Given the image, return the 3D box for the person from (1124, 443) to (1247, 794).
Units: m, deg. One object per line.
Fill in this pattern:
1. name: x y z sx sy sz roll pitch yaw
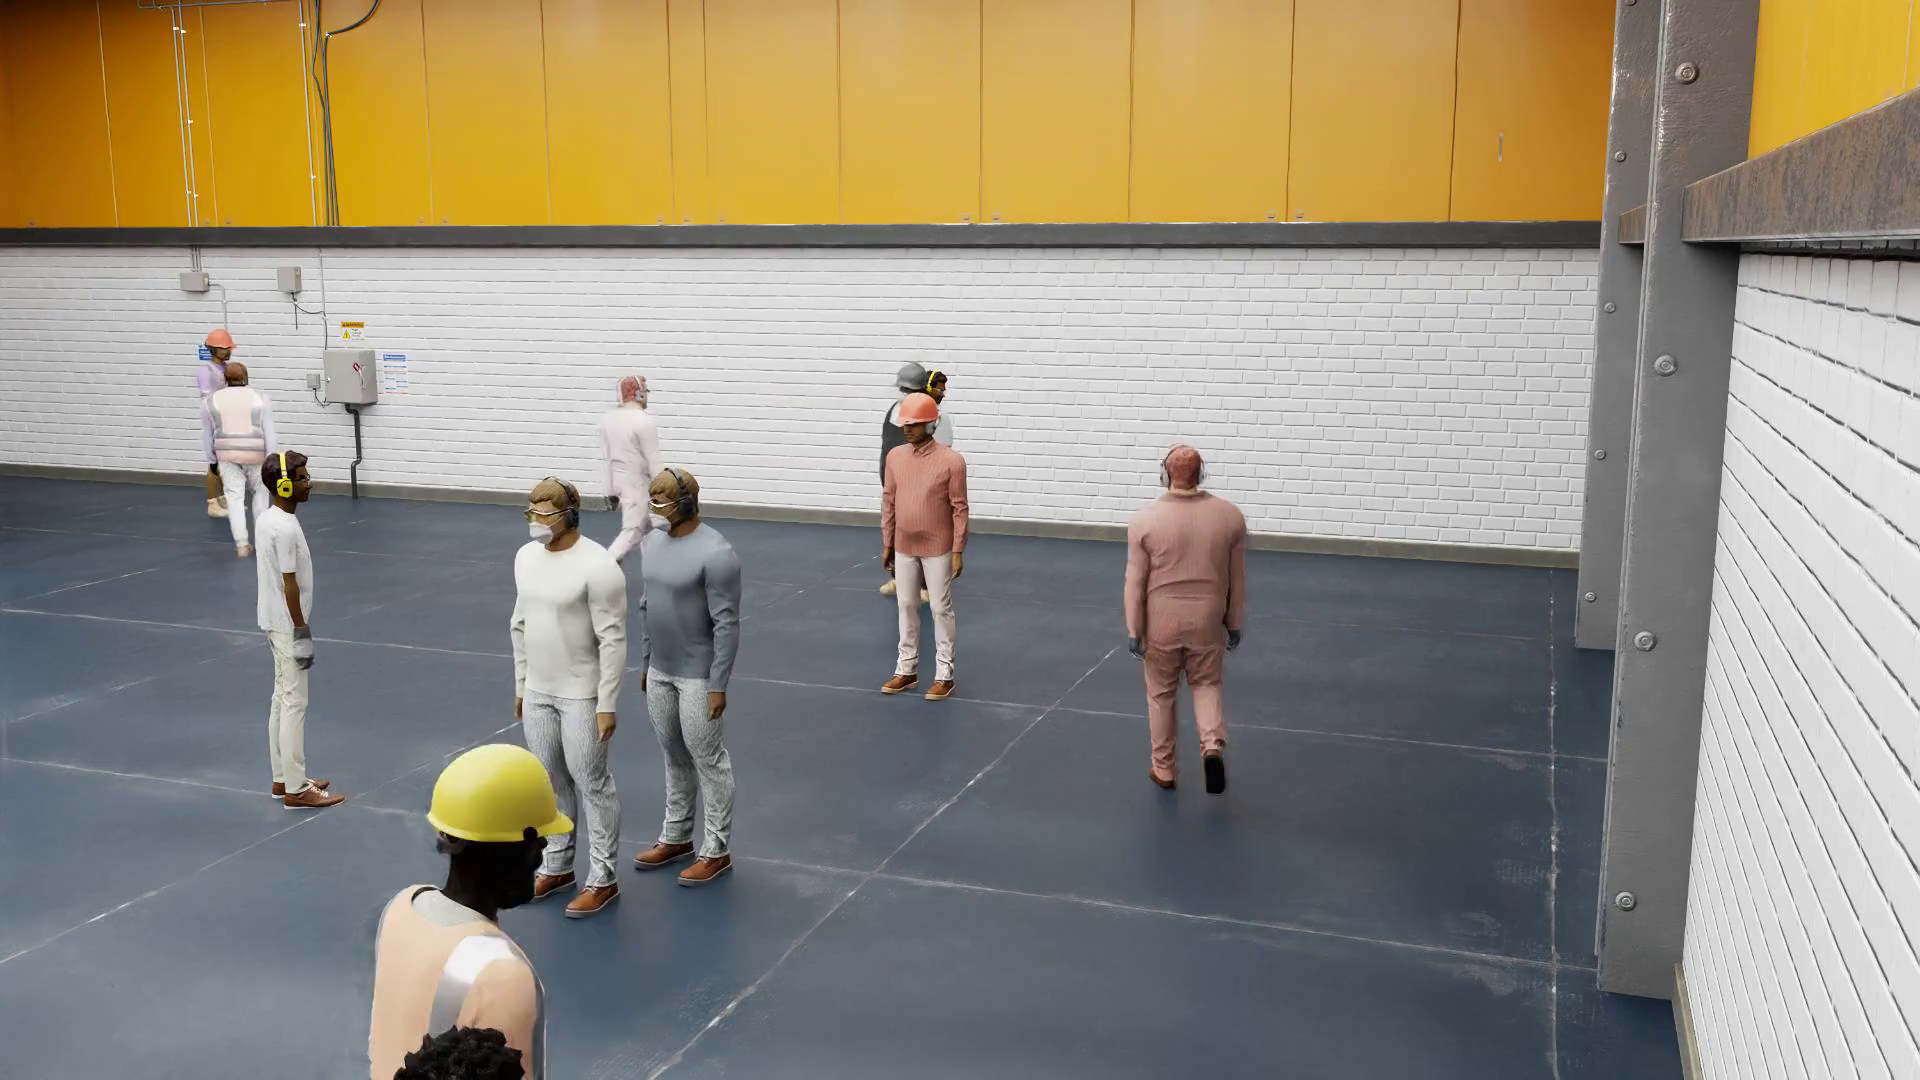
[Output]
1. person: 1.185 0.434 8.781 0.660 1.892 0.618 -1 10 -6

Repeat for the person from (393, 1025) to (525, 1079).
1. person: -0.804 1.611 2.752 0.543 1.684 0.364 3 11 18

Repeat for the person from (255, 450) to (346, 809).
1. person: -3.485 0.463 8.694 0.335 1.873 0.521 -6 12 -31

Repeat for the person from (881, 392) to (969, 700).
1. person: -0.248 0.040 10.730 0.622 1.989 0.396 6 12 29

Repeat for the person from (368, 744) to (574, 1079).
1. person: -1.009 1.363 3.517 0.609 1.902 0.597 -10 14 -43

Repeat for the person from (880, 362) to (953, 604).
1. person: -0.396 -0.478 13.512 0.713 2.000 0.546 8 13 39

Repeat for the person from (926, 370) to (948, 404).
1. person: -0.254 -0.520 14.252 0.328 1.865 0.520 1 10 5

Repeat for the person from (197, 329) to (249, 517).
1. person: -7.943 -1.258 17.953 0.439 2.032 0.615 1 10 4

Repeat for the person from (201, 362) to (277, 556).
1. person: -6.825 -0.785 15.852 0.661 1.818 0.727 -3 10 -14

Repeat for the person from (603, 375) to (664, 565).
1. person: -2.726 -0.428 13.732 0.942 1.869 0.647 -8 13 -36

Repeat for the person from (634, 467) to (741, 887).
1. person: -1.261 0.617 7.653 0.627 1.933 0.371 9 14 42

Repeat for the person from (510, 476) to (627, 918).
1. person: -1.729 0.678 7.294 0.635 1.938 0.364 7 12 33
